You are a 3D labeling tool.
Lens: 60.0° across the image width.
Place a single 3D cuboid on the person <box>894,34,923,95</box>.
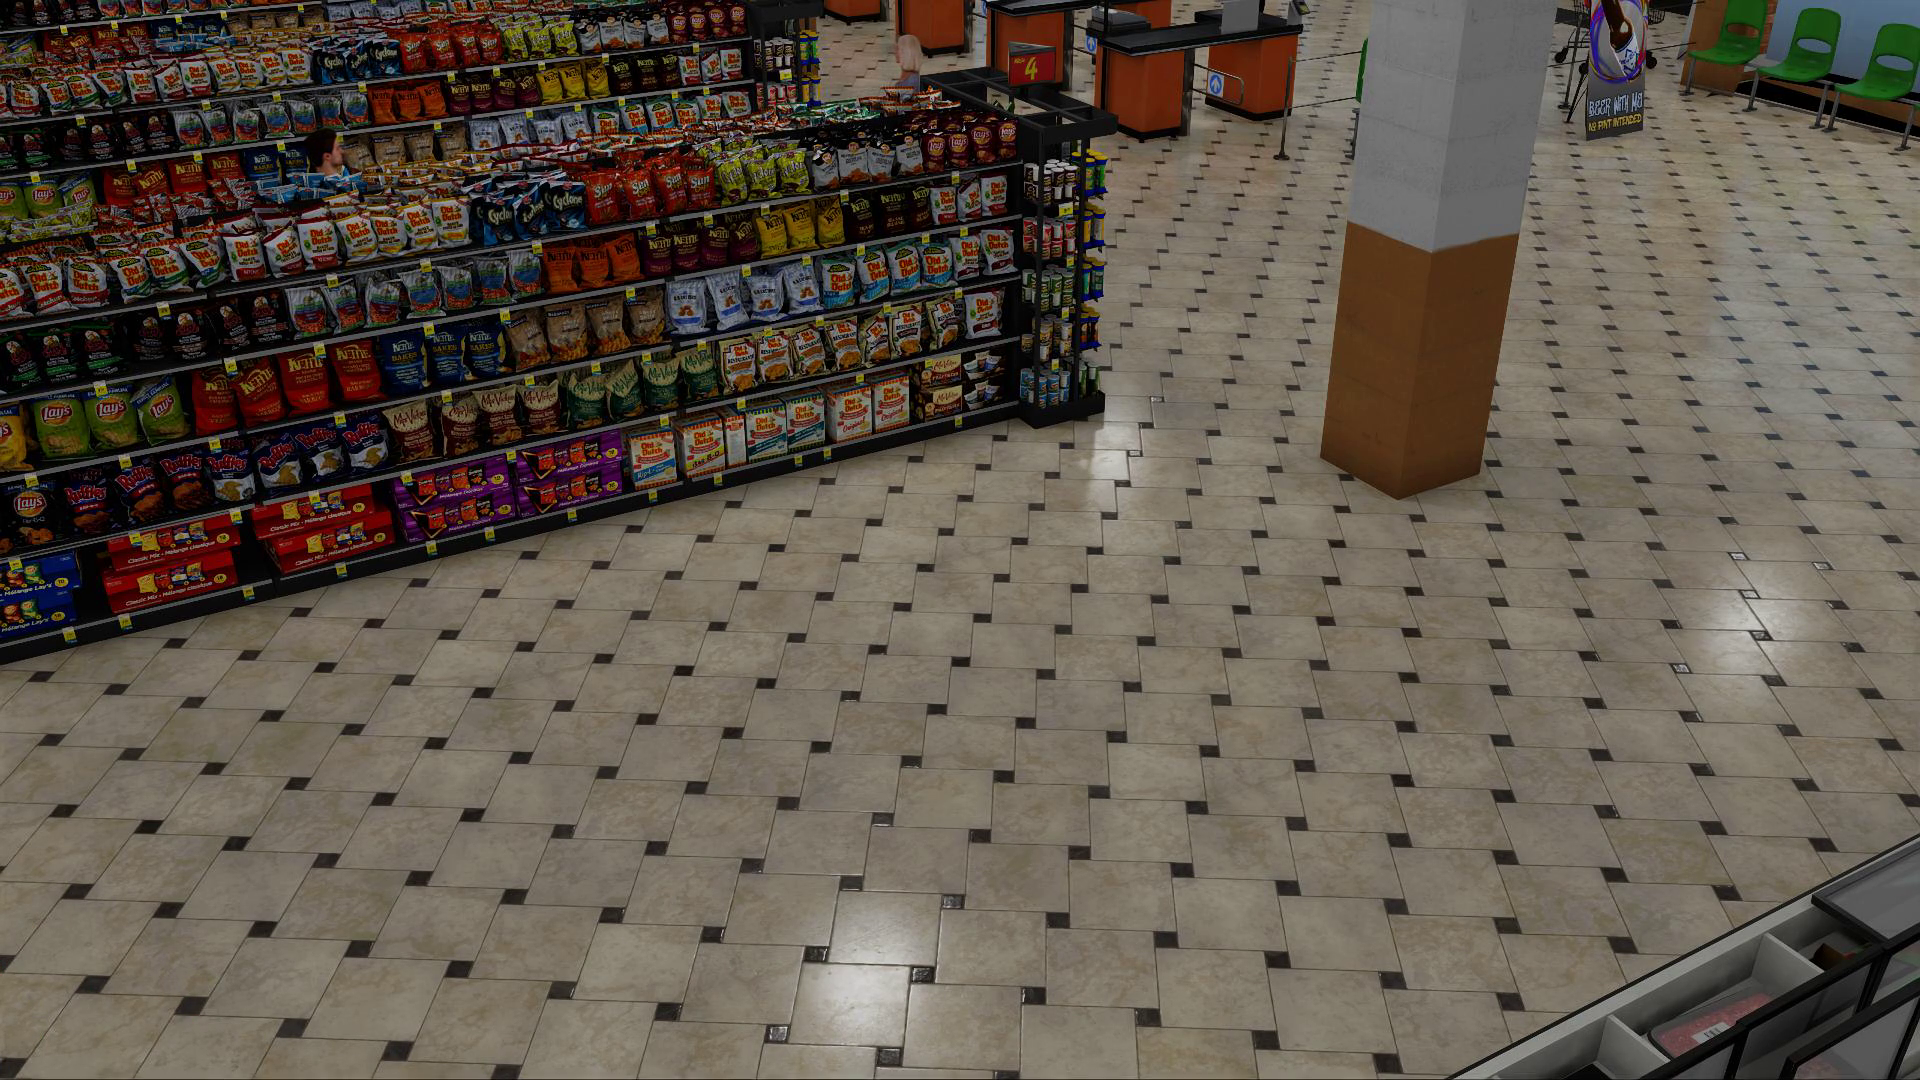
[{"bbox_3d":[-0.429,-3.375,13.987,0.639,1.722,0.648,-3,29,-5],"label":"person"}]
